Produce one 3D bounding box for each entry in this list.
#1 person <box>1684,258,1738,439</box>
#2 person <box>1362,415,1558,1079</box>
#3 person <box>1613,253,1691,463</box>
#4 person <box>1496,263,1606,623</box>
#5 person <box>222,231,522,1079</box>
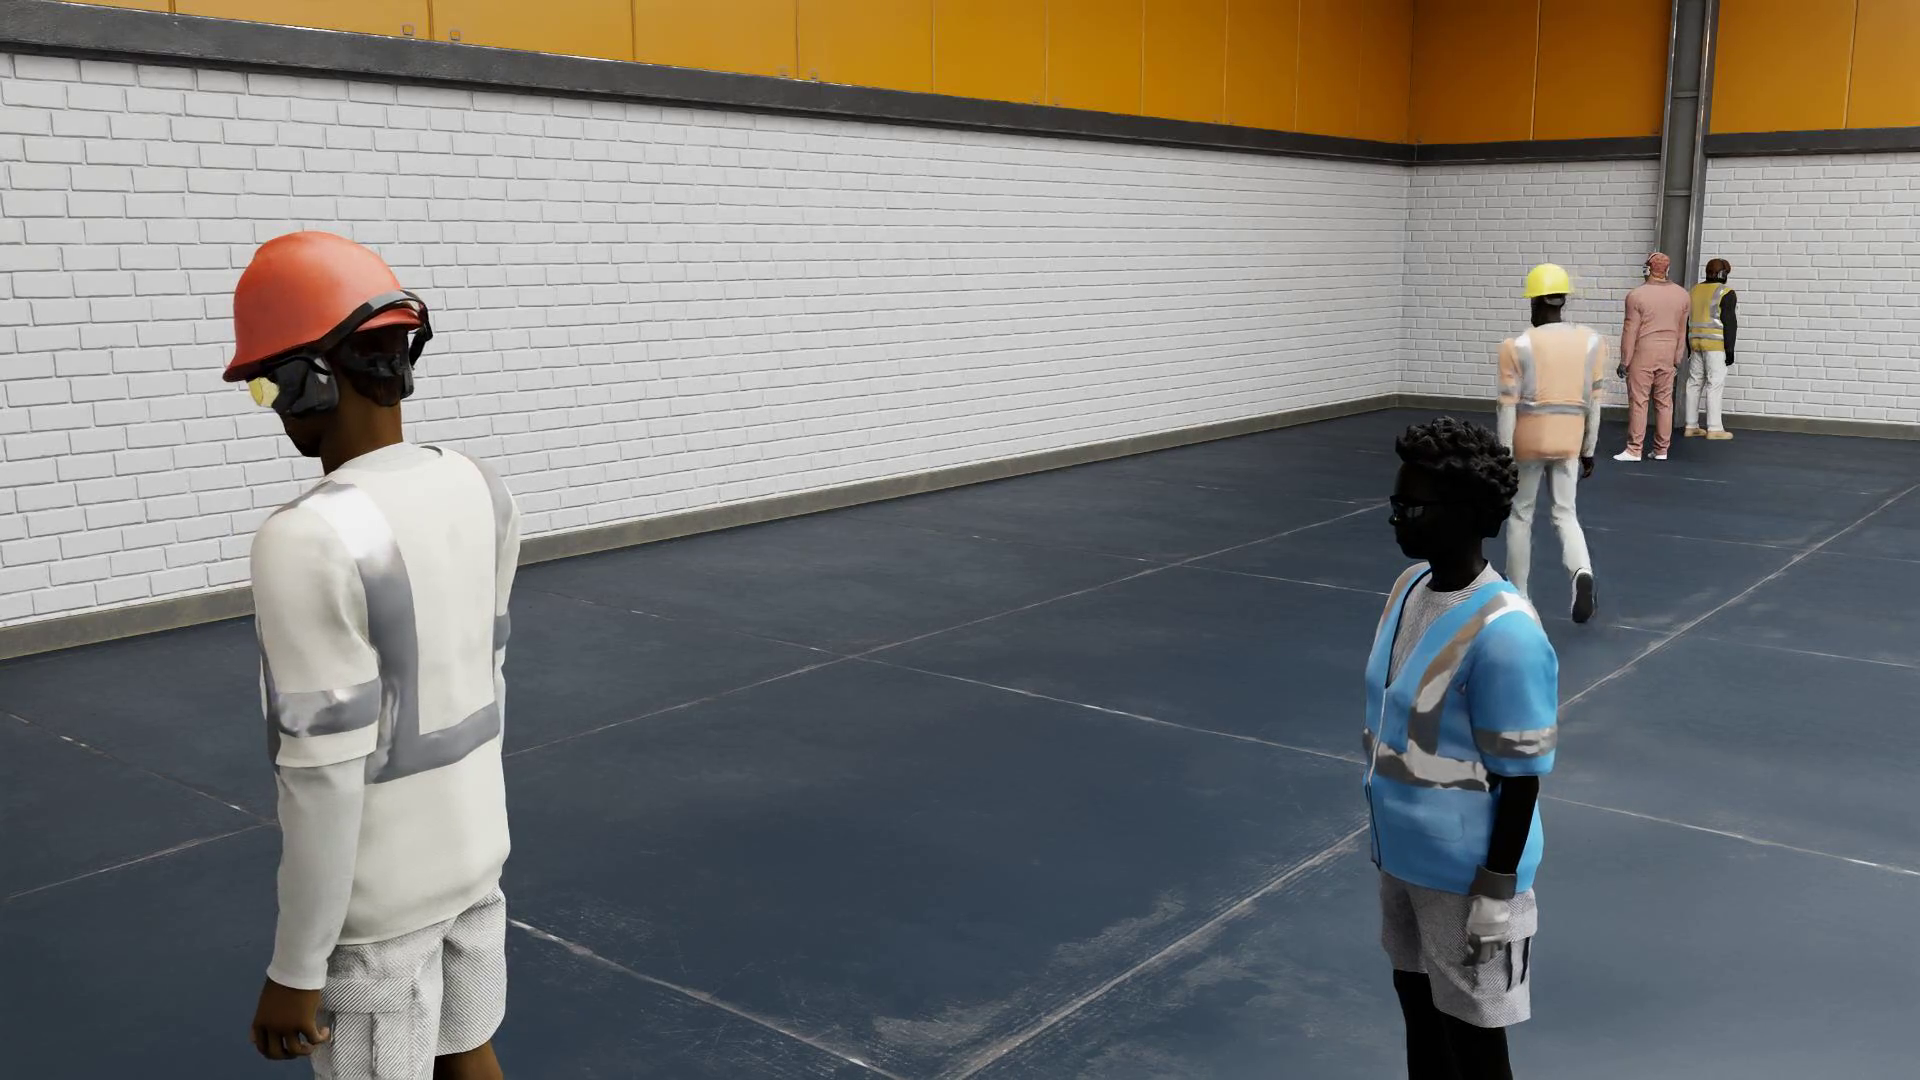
[{"bbox_3d":[7.680,-1.949,16.997,0.429,1.840,0.624,-4,11,-22],"label":"person"},{"bbox_3d":[0.932,0.609,3.208,0.318,1.694,0.539,-2,10,-8],"label":"person"},{"bbox_3d":[6.294,-1.657,15.186,0.641,1.908,0.407,-3,11,-14],"label":"person"},{"bbox_3d":[3.119,-0.502,8.792,0.599,1.905,0.747,0,10,-3],"label":"person"},{"bbox_3d":[-0.933,0.539,2.668,0.392,2.033,0.605,2,10,11],"label":"person"}]
